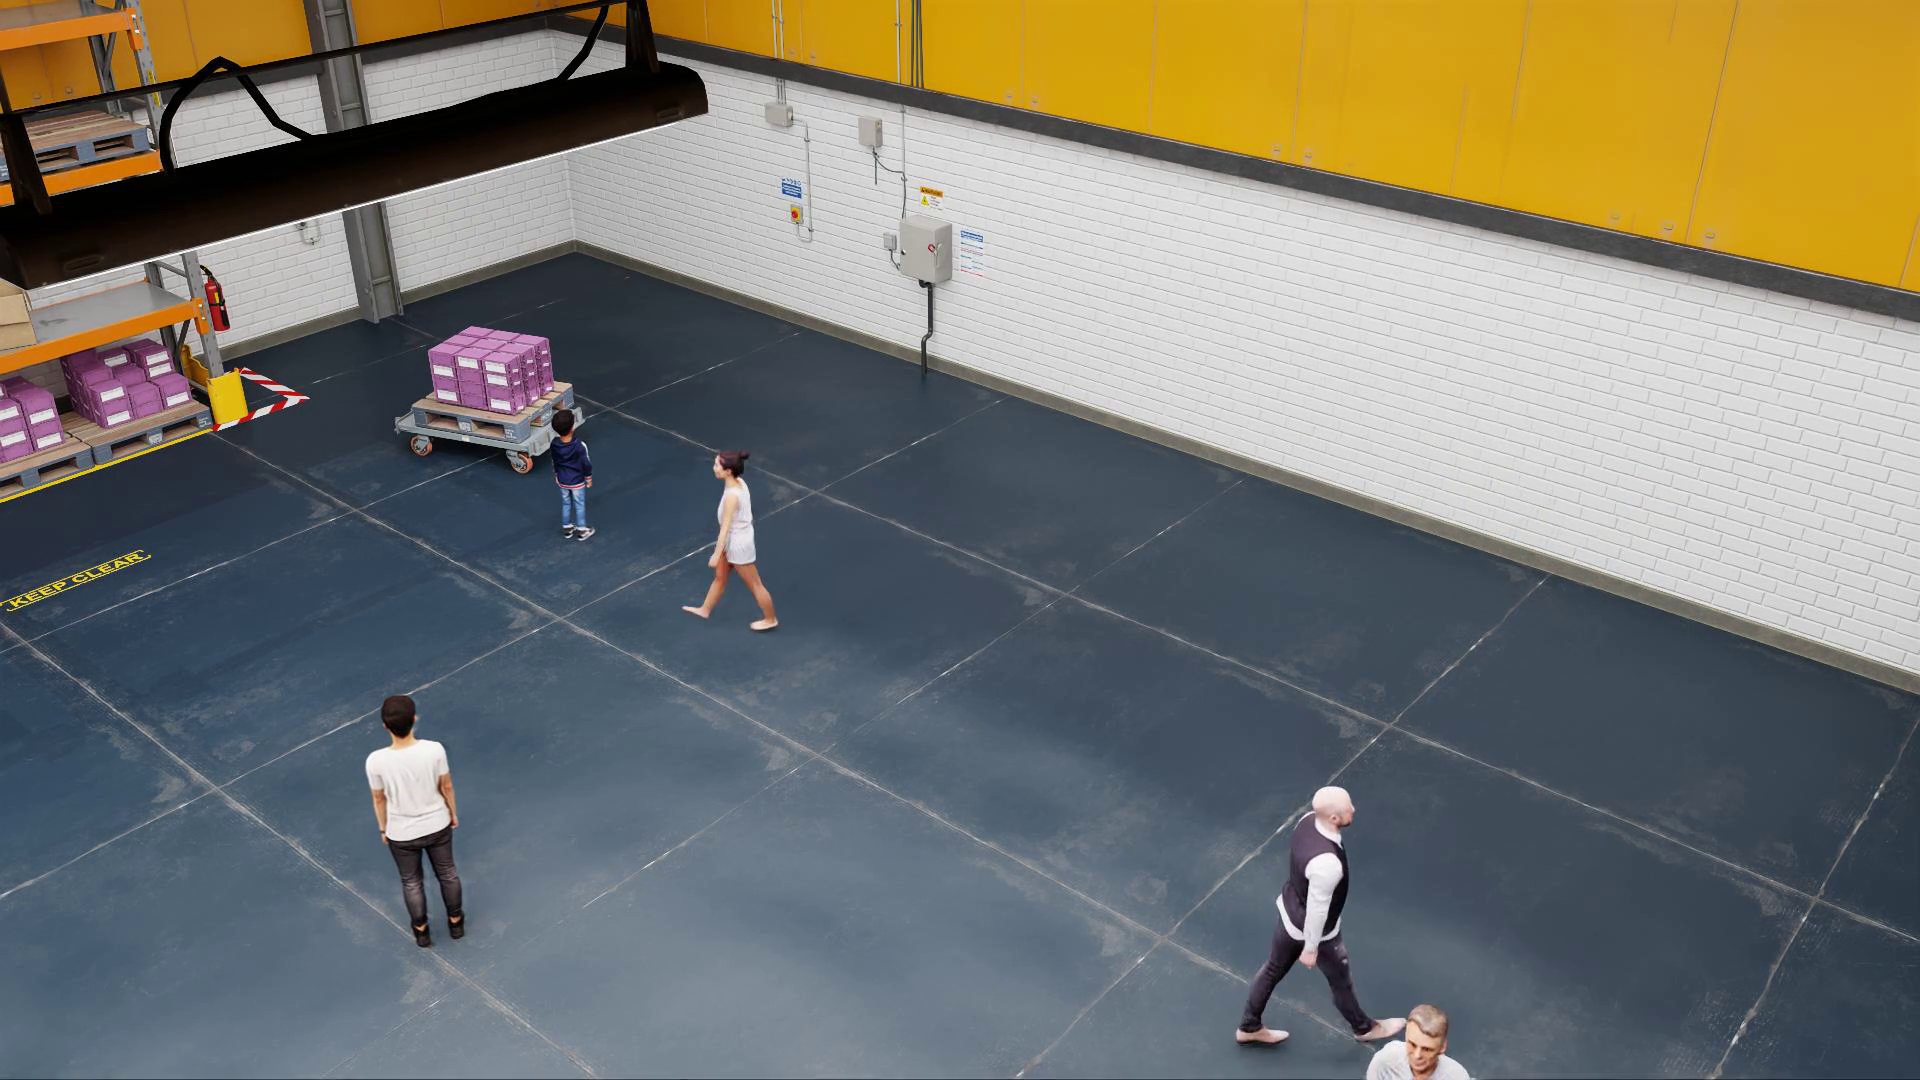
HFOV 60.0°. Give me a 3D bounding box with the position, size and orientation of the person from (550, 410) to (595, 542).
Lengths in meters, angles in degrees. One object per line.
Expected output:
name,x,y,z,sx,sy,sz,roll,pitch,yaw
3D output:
person,-3.430,-0.573,14.655,0.577,1.221,0.576,9,30,15

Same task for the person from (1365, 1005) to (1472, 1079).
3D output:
person,2.112,2.836,7.793,0.751,1.806,0.948,15,32,25

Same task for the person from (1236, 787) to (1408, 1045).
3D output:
person,1.834,2.121,9.137,1.263,1.775,1.209,-2,29,-4

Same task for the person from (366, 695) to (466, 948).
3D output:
person,-3.263,1.692,9.984,0.605,1.718,0.744,-13,31,-23

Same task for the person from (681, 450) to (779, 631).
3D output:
person,-1.676,0.035,13.166,1.045,1.578,1.017,-1,29,-2
